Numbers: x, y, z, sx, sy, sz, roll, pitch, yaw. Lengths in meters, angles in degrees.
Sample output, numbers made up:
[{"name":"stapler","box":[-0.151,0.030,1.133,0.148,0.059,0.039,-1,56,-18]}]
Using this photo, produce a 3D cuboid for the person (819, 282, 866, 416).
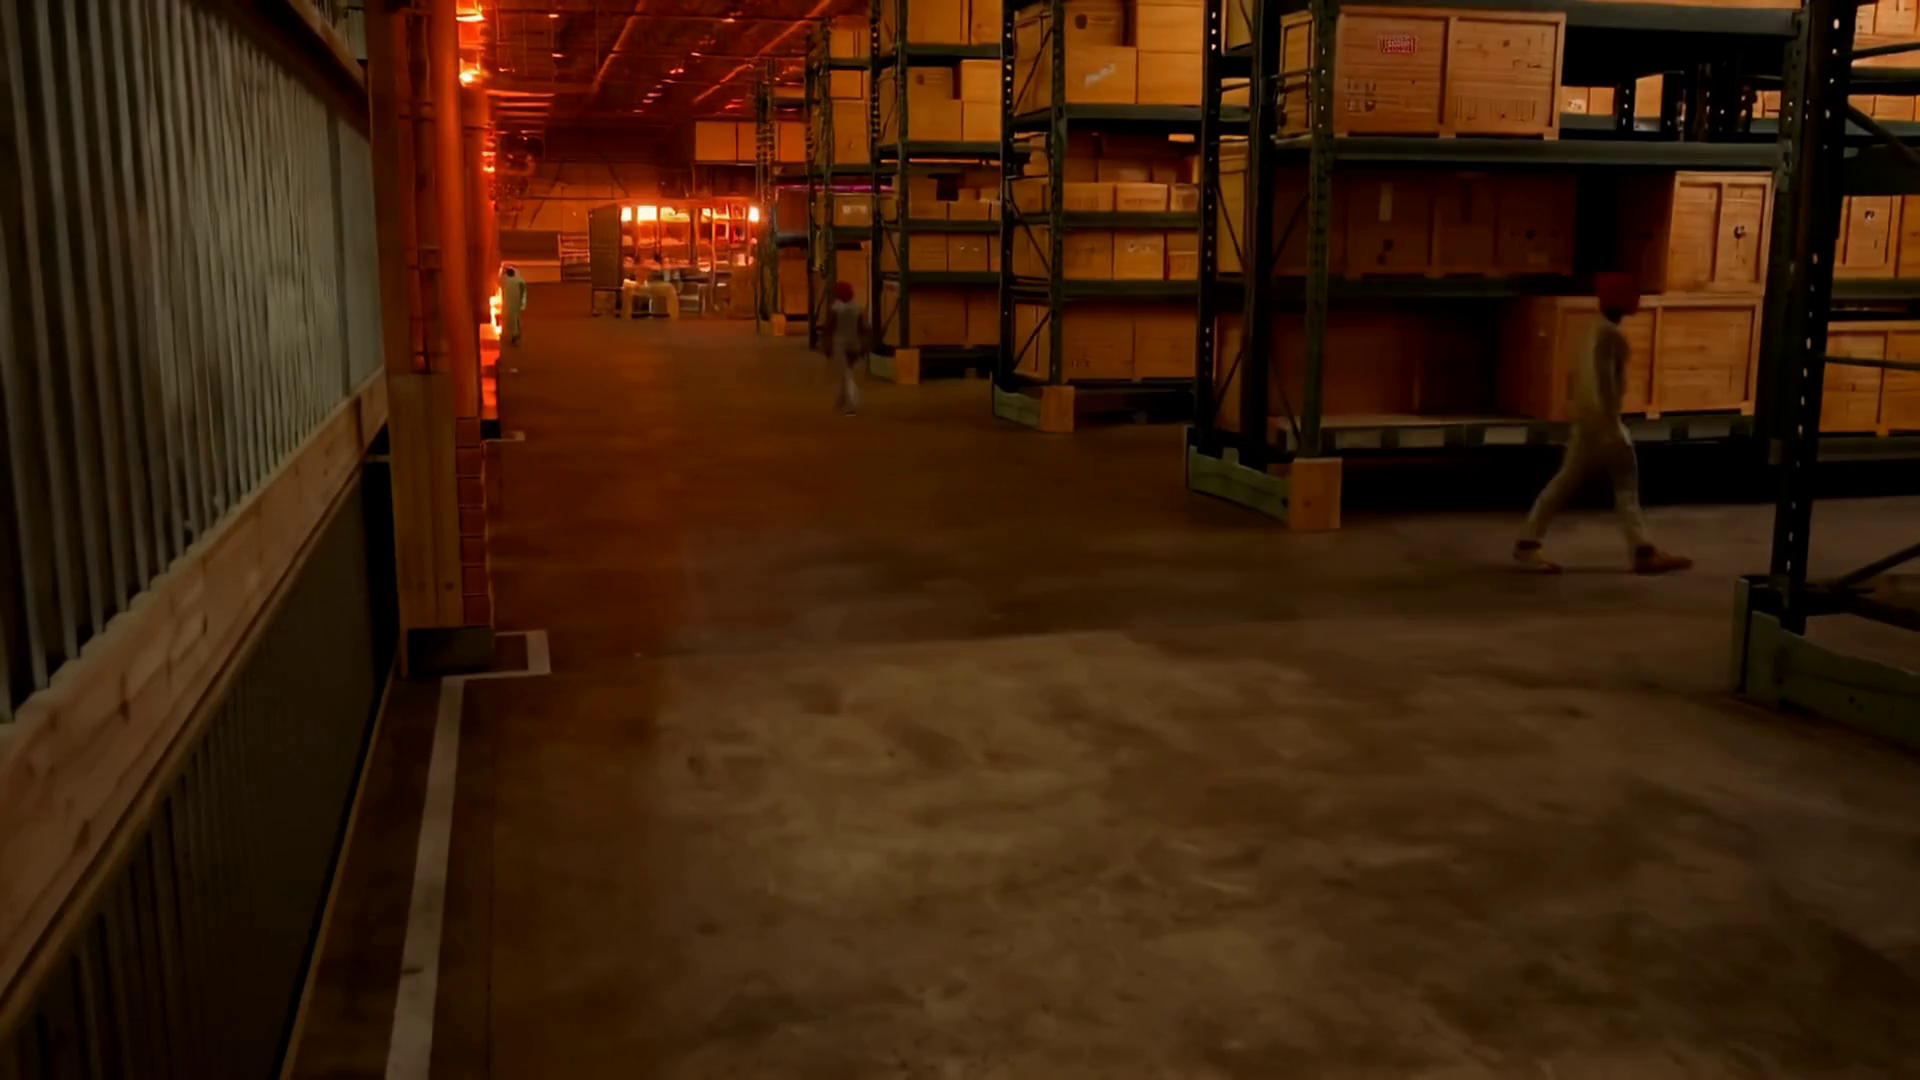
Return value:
[{"name":"person","box":[-1.408,-2.298,20.033,0.518,1.592,0.874,-8,13,-37]}]

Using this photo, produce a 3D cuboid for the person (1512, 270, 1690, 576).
[{"name":"person","box":[3.972,-0.719,10.297,1.048,1.886,0.644,5,11,28]}]

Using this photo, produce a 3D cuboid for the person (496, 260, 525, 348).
[{"name":"person","box":[-8.999,-4.715,33.280,0.561,1.745,0.339,-3,10,-16]}]
